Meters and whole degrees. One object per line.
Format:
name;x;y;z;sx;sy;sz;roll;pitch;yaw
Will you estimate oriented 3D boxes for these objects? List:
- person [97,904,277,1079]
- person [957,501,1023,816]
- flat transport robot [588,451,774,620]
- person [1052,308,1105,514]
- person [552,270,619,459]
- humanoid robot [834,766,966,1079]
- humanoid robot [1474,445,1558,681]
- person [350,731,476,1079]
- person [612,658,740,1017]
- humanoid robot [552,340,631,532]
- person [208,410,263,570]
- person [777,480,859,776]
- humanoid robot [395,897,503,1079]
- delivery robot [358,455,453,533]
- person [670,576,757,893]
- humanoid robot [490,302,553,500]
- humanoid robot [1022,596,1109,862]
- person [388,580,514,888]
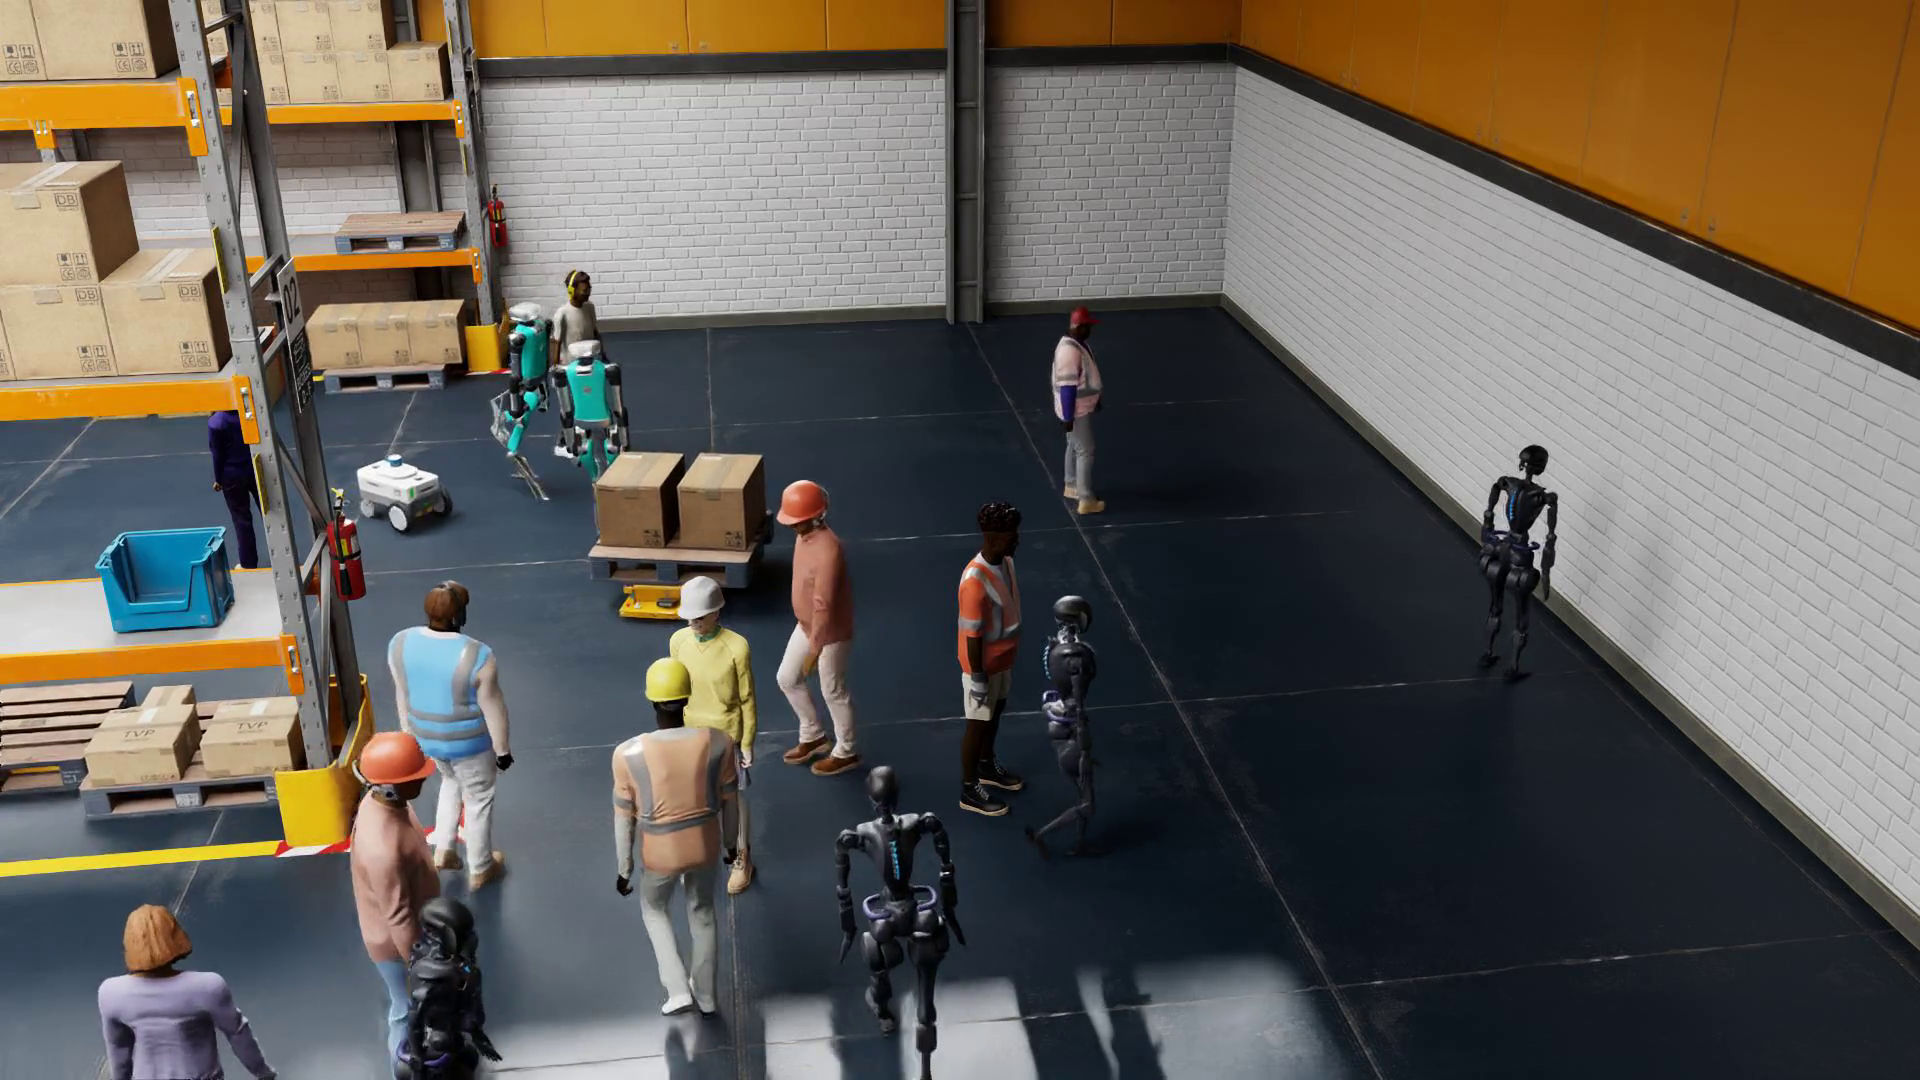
person;-3.104;2.191;6.711;0.572;1.625;0.296;-2;24;-3
person;0.179;0.678;9.753;0.368;1.958;0.604;8;25;18
flat transport robot;-2.116;0.234;12.865;0.659;0.231;1.431;2;24;5
person;1.010;-1.109;14.101;0.468;1.732;0.606;2;24;5
person;-3.355;-1.535;14.982;0.983;1.806;0.523;10;25;21
humanoid robot;-0.275;1.752;7.698;0.602;1.615;0.784;-5;24;-12
humanoid robot;3.765;0.129;11.342;0.317;1.643;0.602;-17;29;-34
person;-2.416;1.718;7.356;0.459;1.972;0.637;-5;24;-10
person;-1.368;1.468;8.020;0.646;1.901;0.482;-11;26;-23
humanoid robot;-2.896;-0.781;13.460;0.555;1.884;0.776;0;24;-1
person;-5.547;-0.504;12.861;0.353;1.619;0.456;19;30;37
person;-0.891;0.551;10.039;0.586;1.956;0.627;-11;26;-23
humanoid robot;-2.133;2.152;6.753;0.477;1.645;0.618;4;24;8
delivery robot;-4.699;-0.421;13.984;0.762;0.582;0.499;14;27;29
person;-1.332;1.045;9.002;0.482;1.889;0.398;6;24;13
humanoid robot;-3.848;-1.188;14.301;0.855;1.784;0.563;8;25;18
humanoid robot;0.601;1.057;9.264;0.536;1.643;0.610;-3;24;-6
person;-2.708;1.065;9.027;0.649;1.828;0.464;7;25;16
